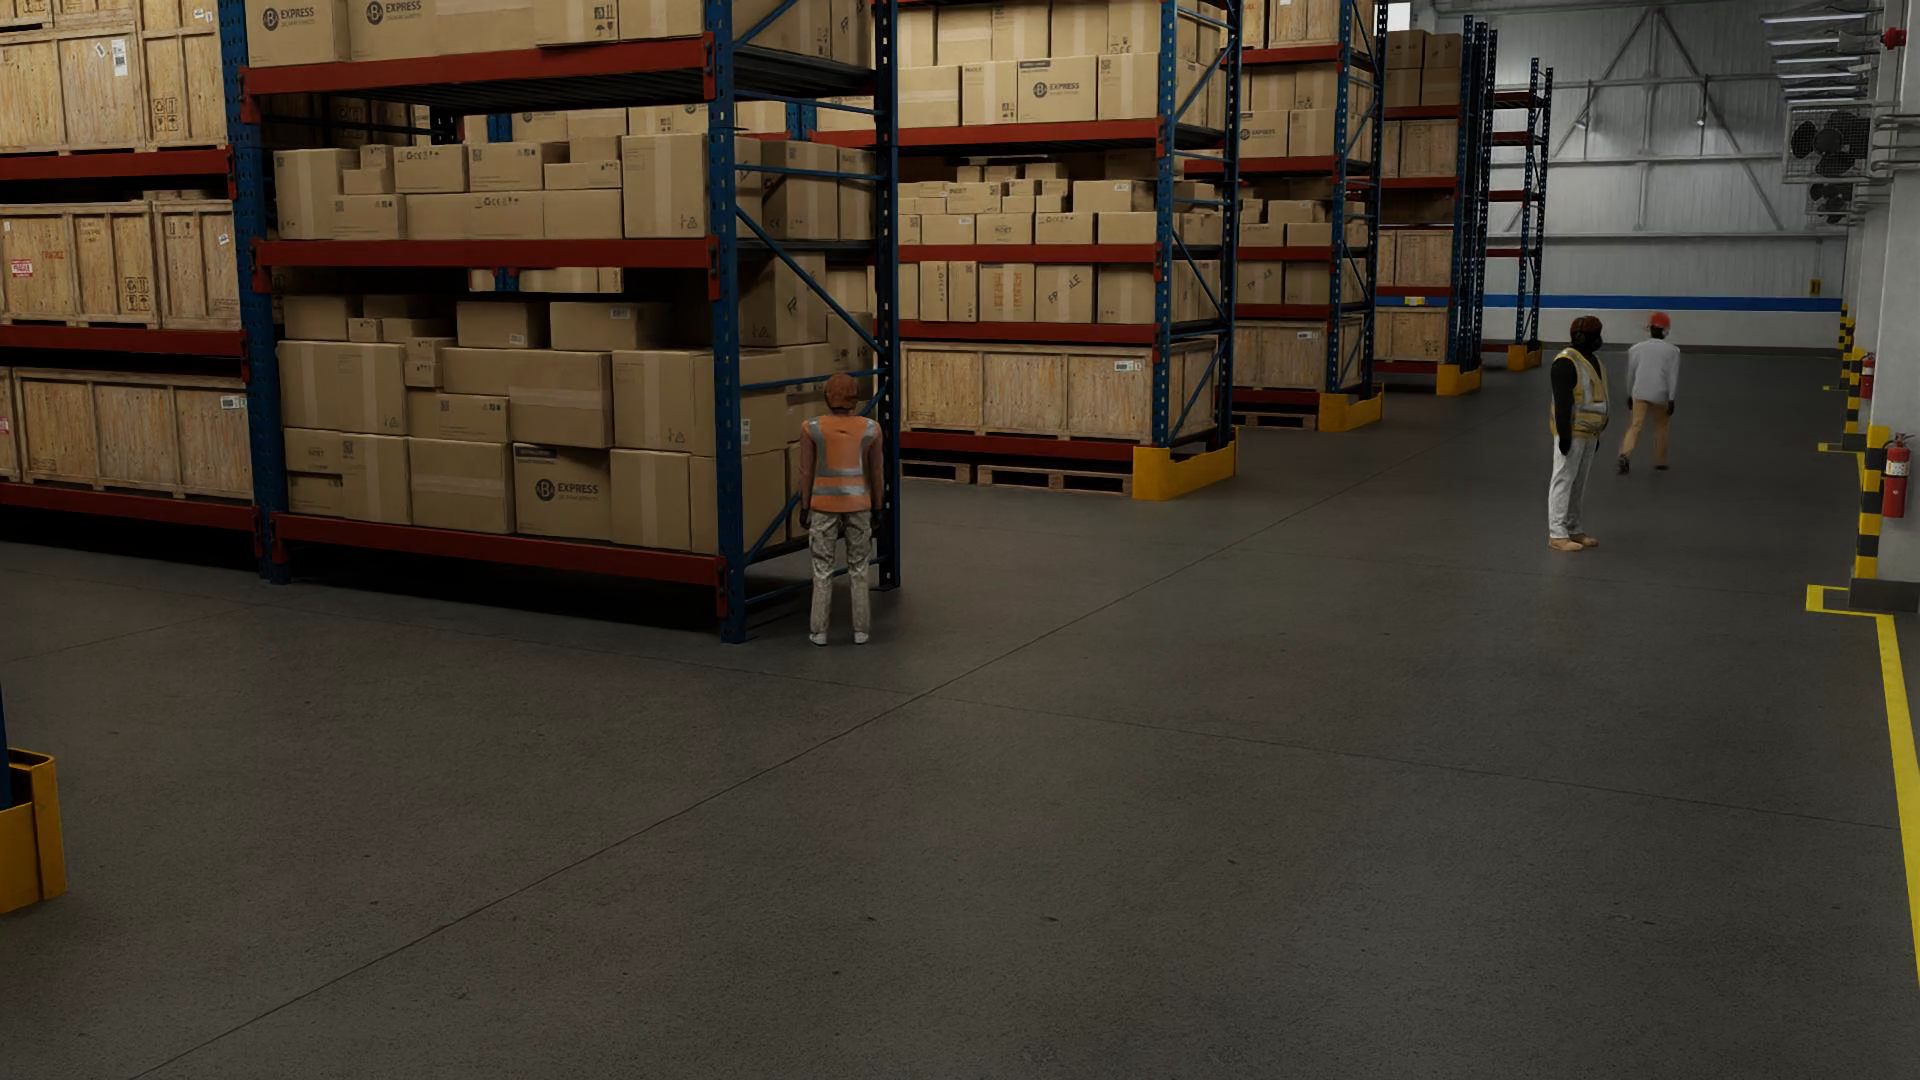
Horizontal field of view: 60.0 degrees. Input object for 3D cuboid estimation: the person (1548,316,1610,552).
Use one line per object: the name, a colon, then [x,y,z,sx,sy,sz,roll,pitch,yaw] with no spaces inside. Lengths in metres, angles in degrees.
person: [4.874,-0.837,13.094,0.430,1.845,0.619,9,13,43]

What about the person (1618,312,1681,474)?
person: [7.296,-1.551,17.601,0.571,1.720,0.845,10,14,44]

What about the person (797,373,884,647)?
person: [-0.704,-0.175,9.886,0.522,1.631,0.317,-2,10,-13]

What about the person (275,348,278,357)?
person: [-8.001,-1.987,19.476,0.355,1.938,0.545,-3,10,-17]
